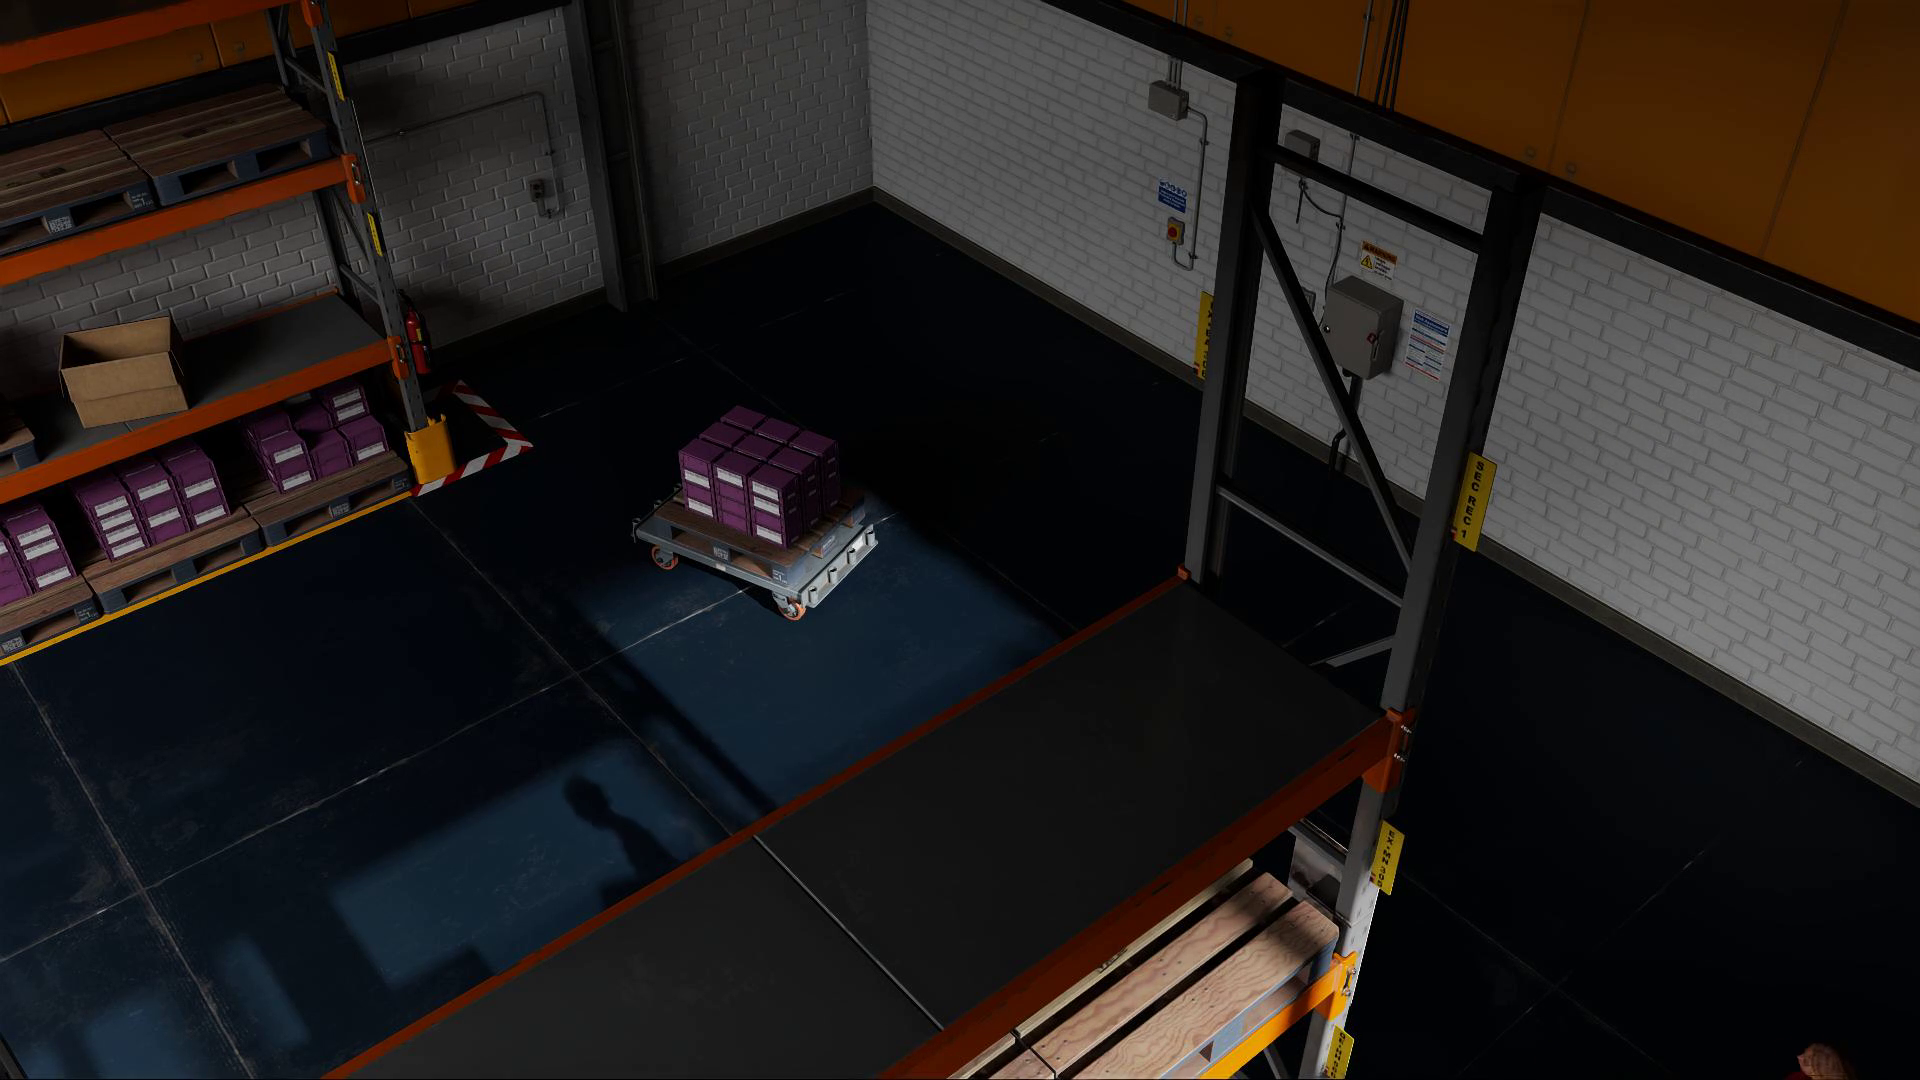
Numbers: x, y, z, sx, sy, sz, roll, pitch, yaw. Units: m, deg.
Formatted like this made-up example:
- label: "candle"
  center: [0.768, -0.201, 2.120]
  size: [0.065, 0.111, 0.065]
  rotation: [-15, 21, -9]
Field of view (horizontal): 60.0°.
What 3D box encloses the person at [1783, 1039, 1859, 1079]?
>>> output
- label: "person"
  center: [3.938, 2.925, 7.791]
  size: [0.767, 1.713, 0.790]
  rotation: [24, 45, 27]
